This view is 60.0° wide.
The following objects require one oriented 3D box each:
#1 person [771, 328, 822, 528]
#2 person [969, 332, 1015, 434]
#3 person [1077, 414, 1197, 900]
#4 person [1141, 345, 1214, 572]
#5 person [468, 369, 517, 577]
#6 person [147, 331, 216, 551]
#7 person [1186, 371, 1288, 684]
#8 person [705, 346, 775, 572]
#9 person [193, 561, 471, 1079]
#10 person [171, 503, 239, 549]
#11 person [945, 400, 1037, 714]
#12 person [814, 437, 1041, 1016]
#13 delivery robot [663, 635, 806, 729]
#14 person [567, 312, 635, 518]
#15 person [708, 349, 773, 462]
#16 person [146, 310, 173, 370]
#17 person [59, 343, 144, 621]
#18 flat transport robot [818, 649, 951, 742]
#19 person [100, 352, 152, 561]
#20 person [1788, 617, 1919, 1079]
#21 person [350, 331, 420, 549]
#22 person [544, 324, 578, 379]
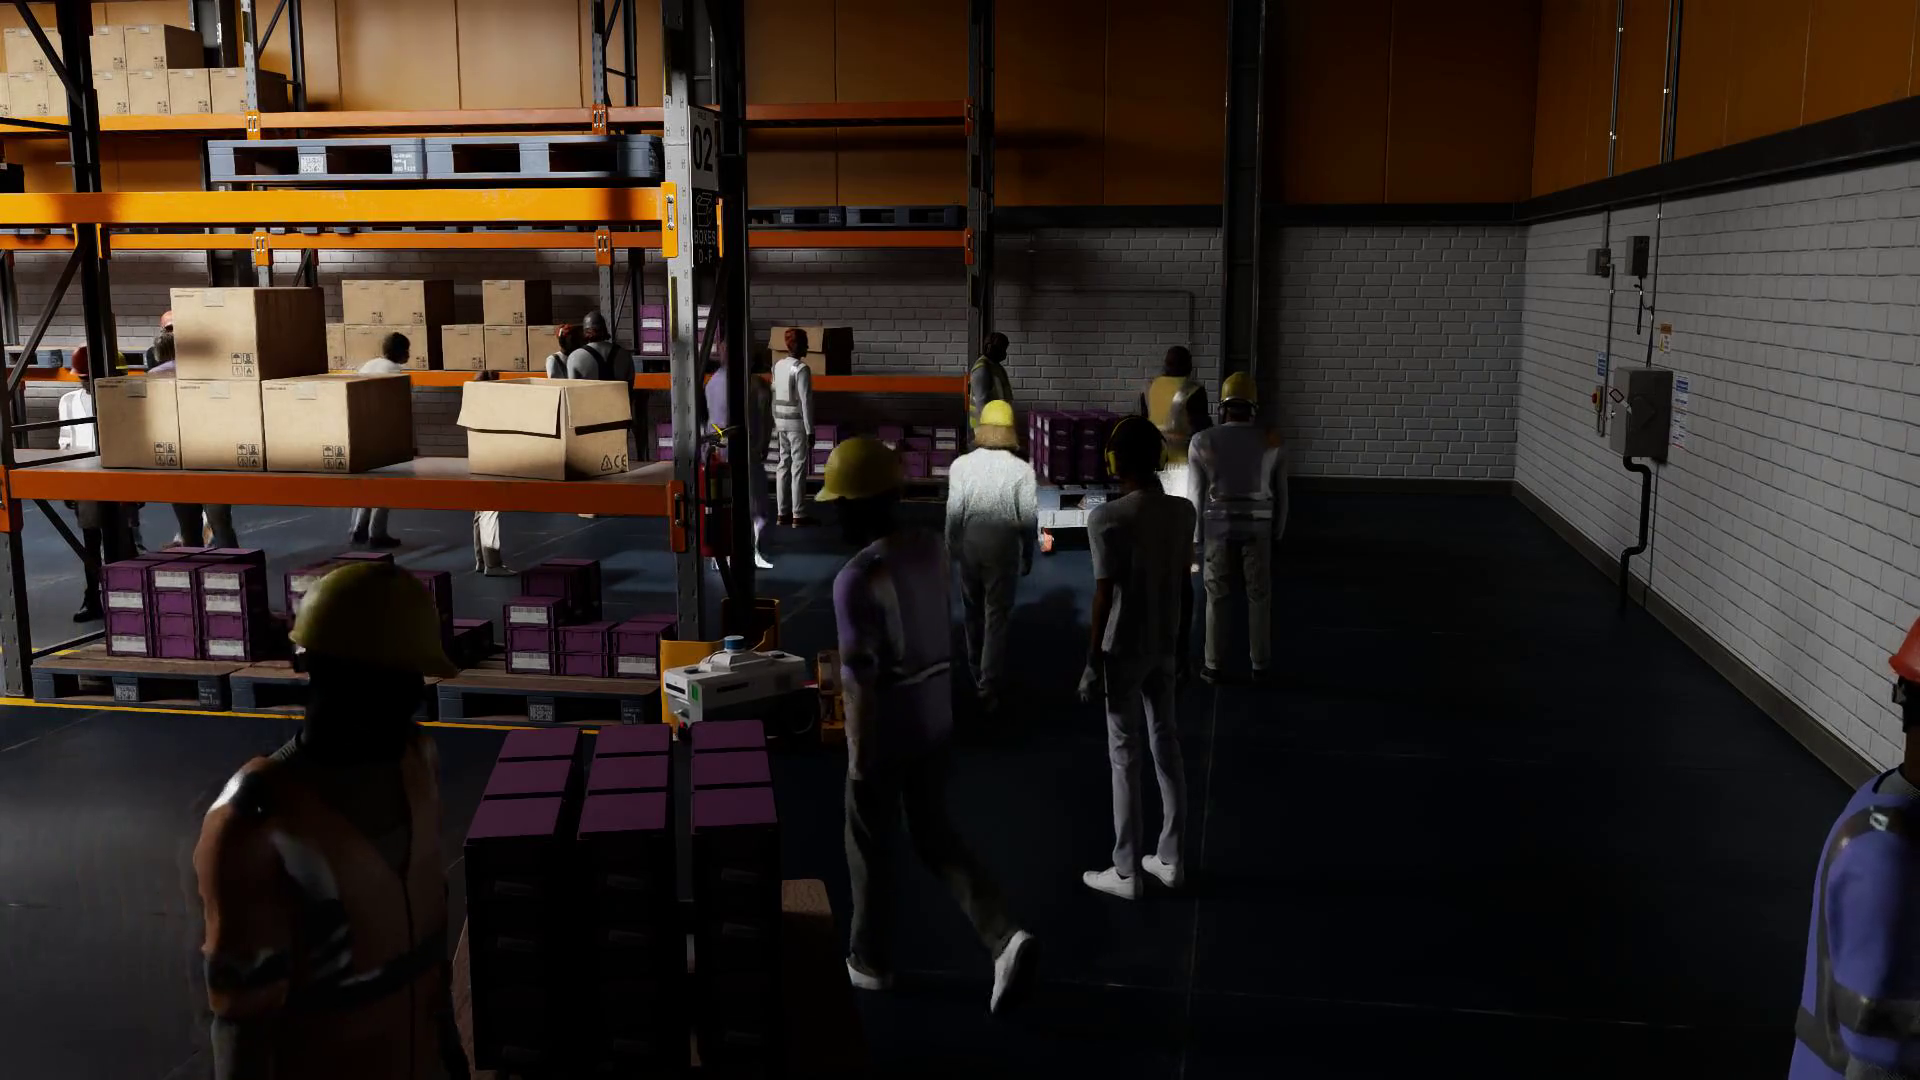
[{"bbox_3d":[-1.561,-1.058,15.732,0.337,1.882,0.584,-7,12,-39],"label":"person"},{"bbox_3d":[0.312,-1.085,16.061,0.430,1.836,0.624,2,9,15],"label":"person"},{"bbox_3d":[0.680,0.453,6.424,0.516,1.865,0.325,-5,11,-30],"label":"person"},{"bbox_3d":[1.754,-0.639,13.323,0.442,1.824,0.673,-6,11,-33],"label":"person"},{"bbox_3d":[-3.737,-0.530,13.209,0.311,1.642,0.513,-5,10,-27],"label":"person"},{"bbox_3d":[-6.553,-0.812,14.130,0.646,1.913,0.664,2,9,13],"label":"person"},{"bbox_3d":[1.611,-0.063,9.718,0.592,1.834,0.404,1,9,4],"label":"person"},{"bbox_3d":[-1.744,-0.678,13.367,0.578,1.882,0.669,-7,11,-36],"label":"person"},{"bbox_3d":[-1.099,0.978,3.037,0.430,1.898,0.625,3,10,18],"label":"person"},{"bbox_3d":[-5.421,-0.463,11.874,0.630,1.940,0.372,1,9,4],"label":"person"},{"bbox_3d":[0.190,0.068,9.317,0.489,1.697,0.856,2,9,13],"label":"person"},{"bbox_3d":[-0.138,0.612,5.341,0.790,1.894,0.612,6,11,35],"label":"person"},{"bbox_3d":[-1.144,0.730,8.462,0.707,0.478,0.477,-8,12,-40],"label":"delivery robot"},{"bbox_3d":[-3.558,-1.238,16.366,0.673,2.000,0.536,-6,11,-33],"label":"person"},{"bbox_3d":[-2.000,-0.878,14.936,0.601,1.781,0.908,-3,10,-21],"label":"person"},{"bbox_3d":[-8.435,-1.478,17.993,0.612,1.997,0.376,-6,11,-32],"label":"person"},{"bbox_3d":[-5.920,-0.395,11.487,0.543,1.927,0.383,-1,9,-8],"label":"person"},{"bbox_3d":[-0.438,0.820,9.038,0.652,0.197,1.431,-2,9,-5],"label":"flat transport robot"},{"bbox_3d":[-7.048,-0.712,13.952,0.326,1.767,0.533,7,12,38],"label":"person"},{"bbox_3d":[1.547,1.022,2.698,0.384,1.927,0.544,6,11,34],"label":"person"},{"bbox_3d":[-5.017,-0.870,14.523,0.653,1.896,0.497,6,11,35],"label":"person"},{"bbox_3d":[-3.999,-1.261,16.995,0.355,1.883,0.574,3,10,15],"label":"person"}]
